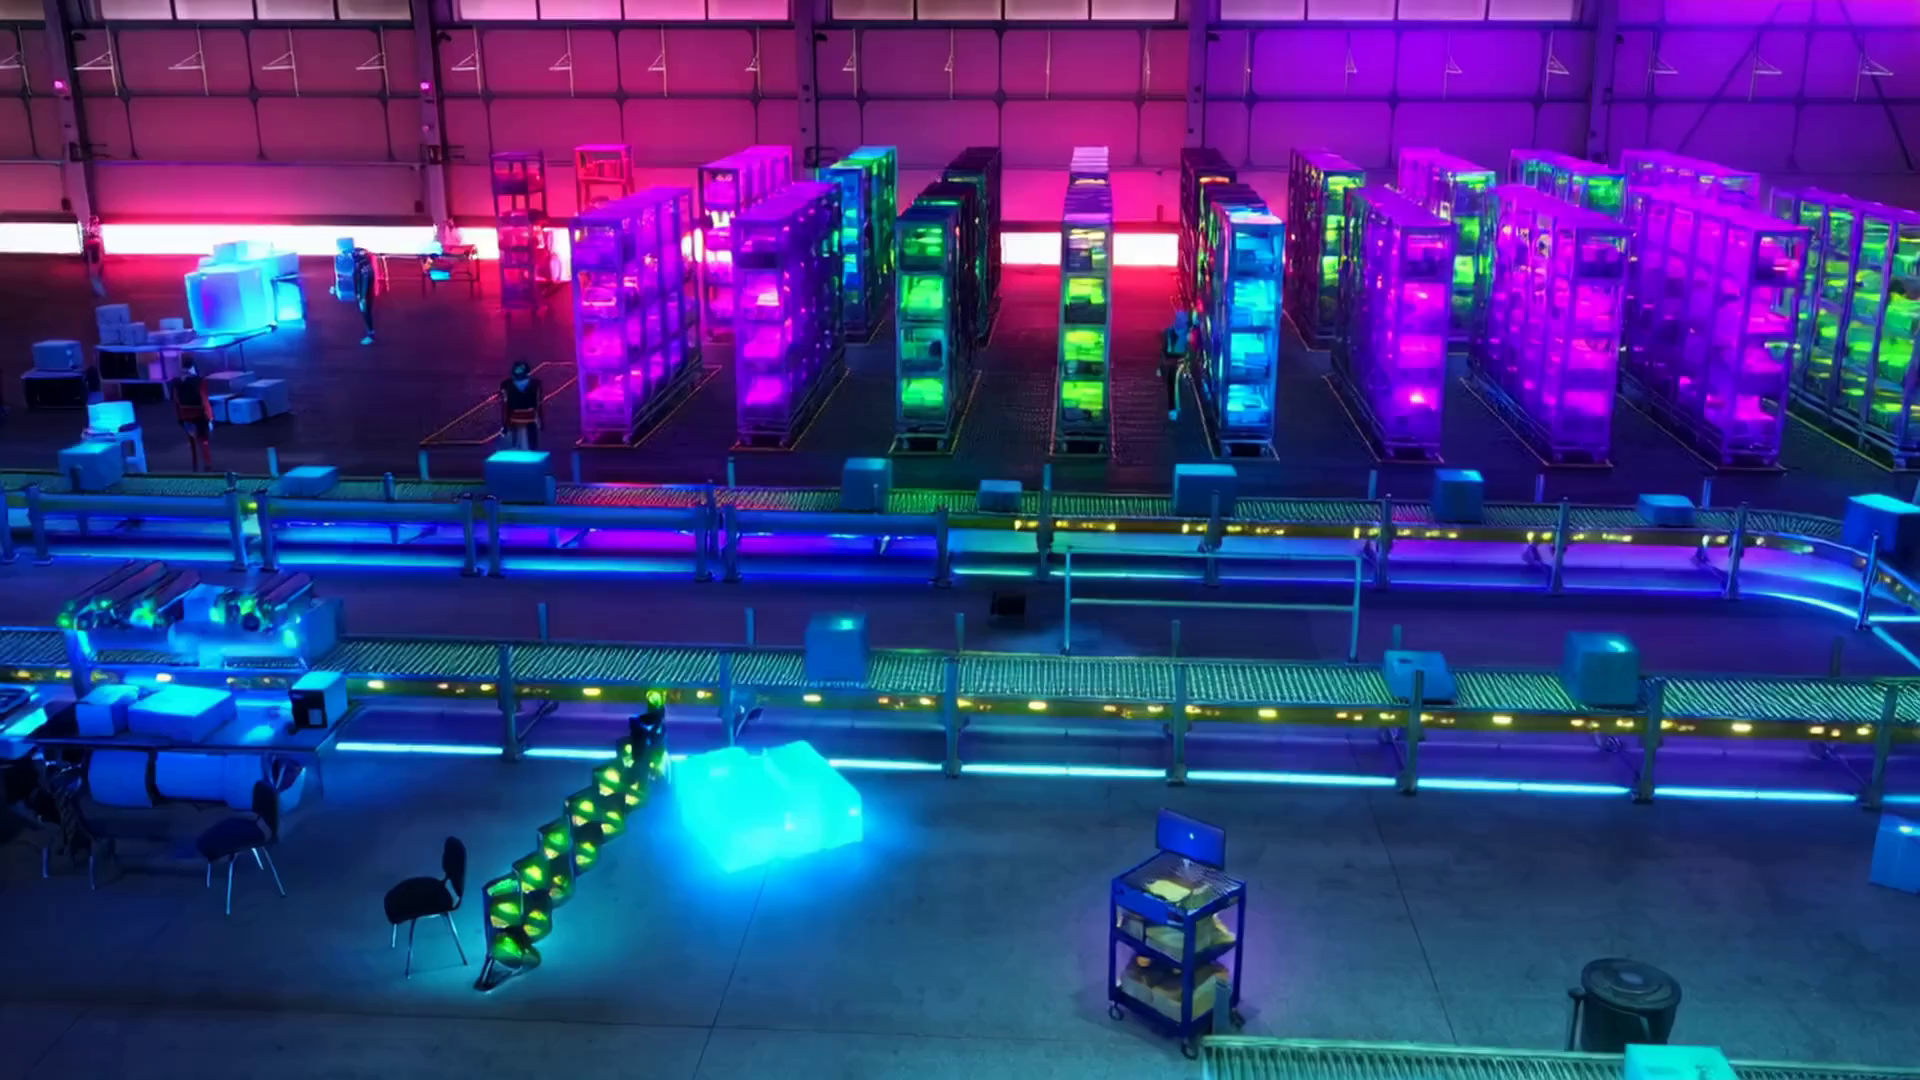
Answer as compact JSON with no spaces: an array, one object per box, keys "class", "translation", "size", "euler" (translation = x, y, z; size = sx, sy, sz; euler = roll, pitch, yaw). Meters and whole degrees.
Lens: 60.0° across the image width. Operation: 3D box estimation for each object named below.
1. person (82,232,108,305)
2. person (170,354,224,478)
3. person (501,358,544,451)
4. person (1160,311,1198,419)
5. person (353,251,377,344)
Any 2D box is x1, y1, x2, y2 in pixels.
[{"class":"person","translation":[-20.091,-6.290,38.693],"size":[0.577,1.724,0.491],"euler":[10,20,30]},{"class":"person","translation":[-11.149,-1.808,24.290],"size":[0.588,1.837,0.403],"euler":[4,18,13]},{"class":"person","translation":[-6.288,-1.715,23.981],"size":[0.566,1.846,0.389],"euler":[-5,18,-17]},{"class":"person","translation":[3.698,-2.995,28.152],"size":[0.617,1.787,0.942],"euler":[0,17,0]},{"class":"person","translation":[-12.294,-5.011,34.340],"size":[0.409,1.907,0.651],"euler":[-4,18,-11]}]
